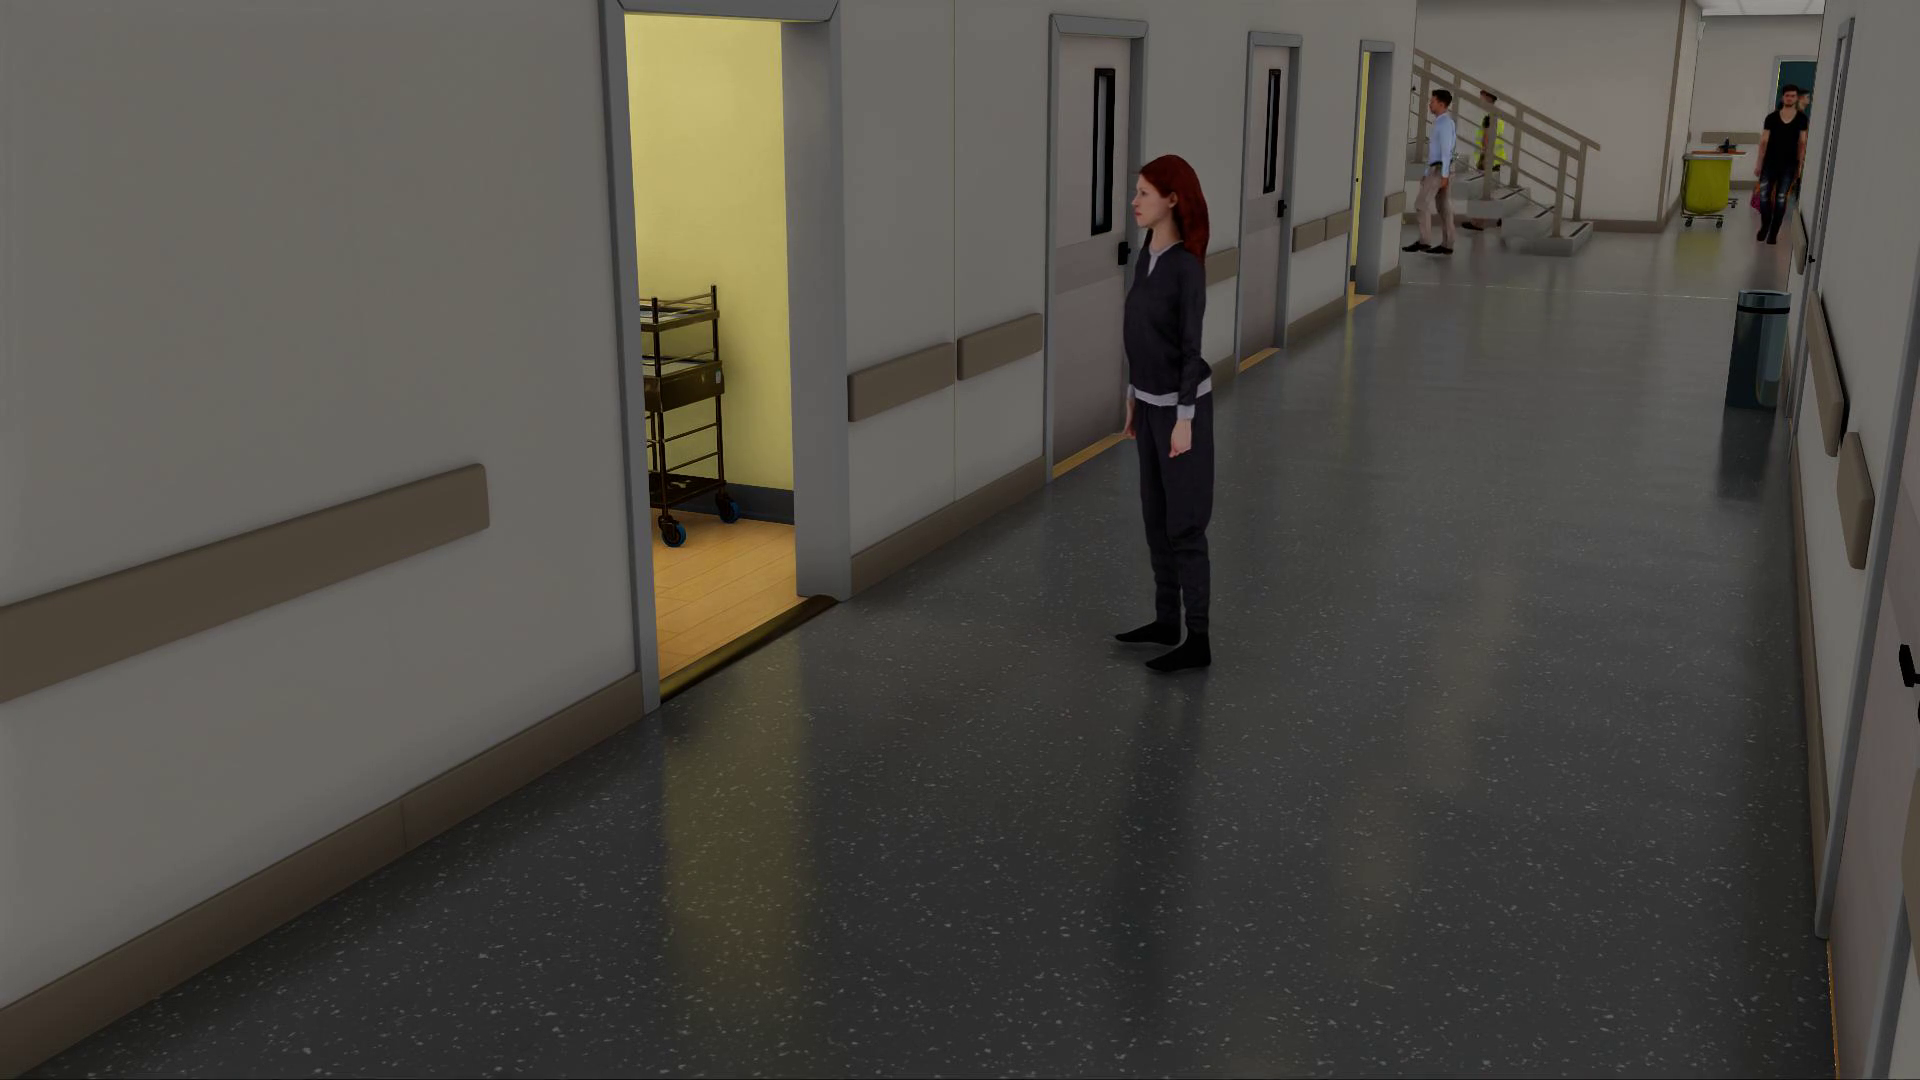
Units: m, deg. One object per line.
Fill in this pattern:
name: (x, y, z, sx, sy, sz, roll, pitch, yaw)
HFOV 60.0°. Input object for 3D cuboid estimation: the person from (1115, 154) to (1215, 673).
person: (0.735, -0.426, 5.771, 0.698, 1.773, 0.646, -5, 17, -17)

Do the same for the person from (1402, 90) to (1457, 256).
person: (5.533, -4.150, 18.872, 0.818, 1.830, 0.700, 5, 17, 19)

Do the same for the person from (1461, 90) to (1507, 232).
person: (6.984, -4.964, 21.771, 0.909, 1.824, 0.793, 9, 18, 29)

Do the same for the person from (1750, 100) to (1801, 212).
person: (12.016, -5.598, 24.360, 1.163, 1.640, 0.938, 2, 16, 9)

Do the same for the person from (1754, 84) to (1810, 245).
person: (9.956, -4.550, 20.184, 0.592, 1.888, 0.769, 8, 18, 27)
